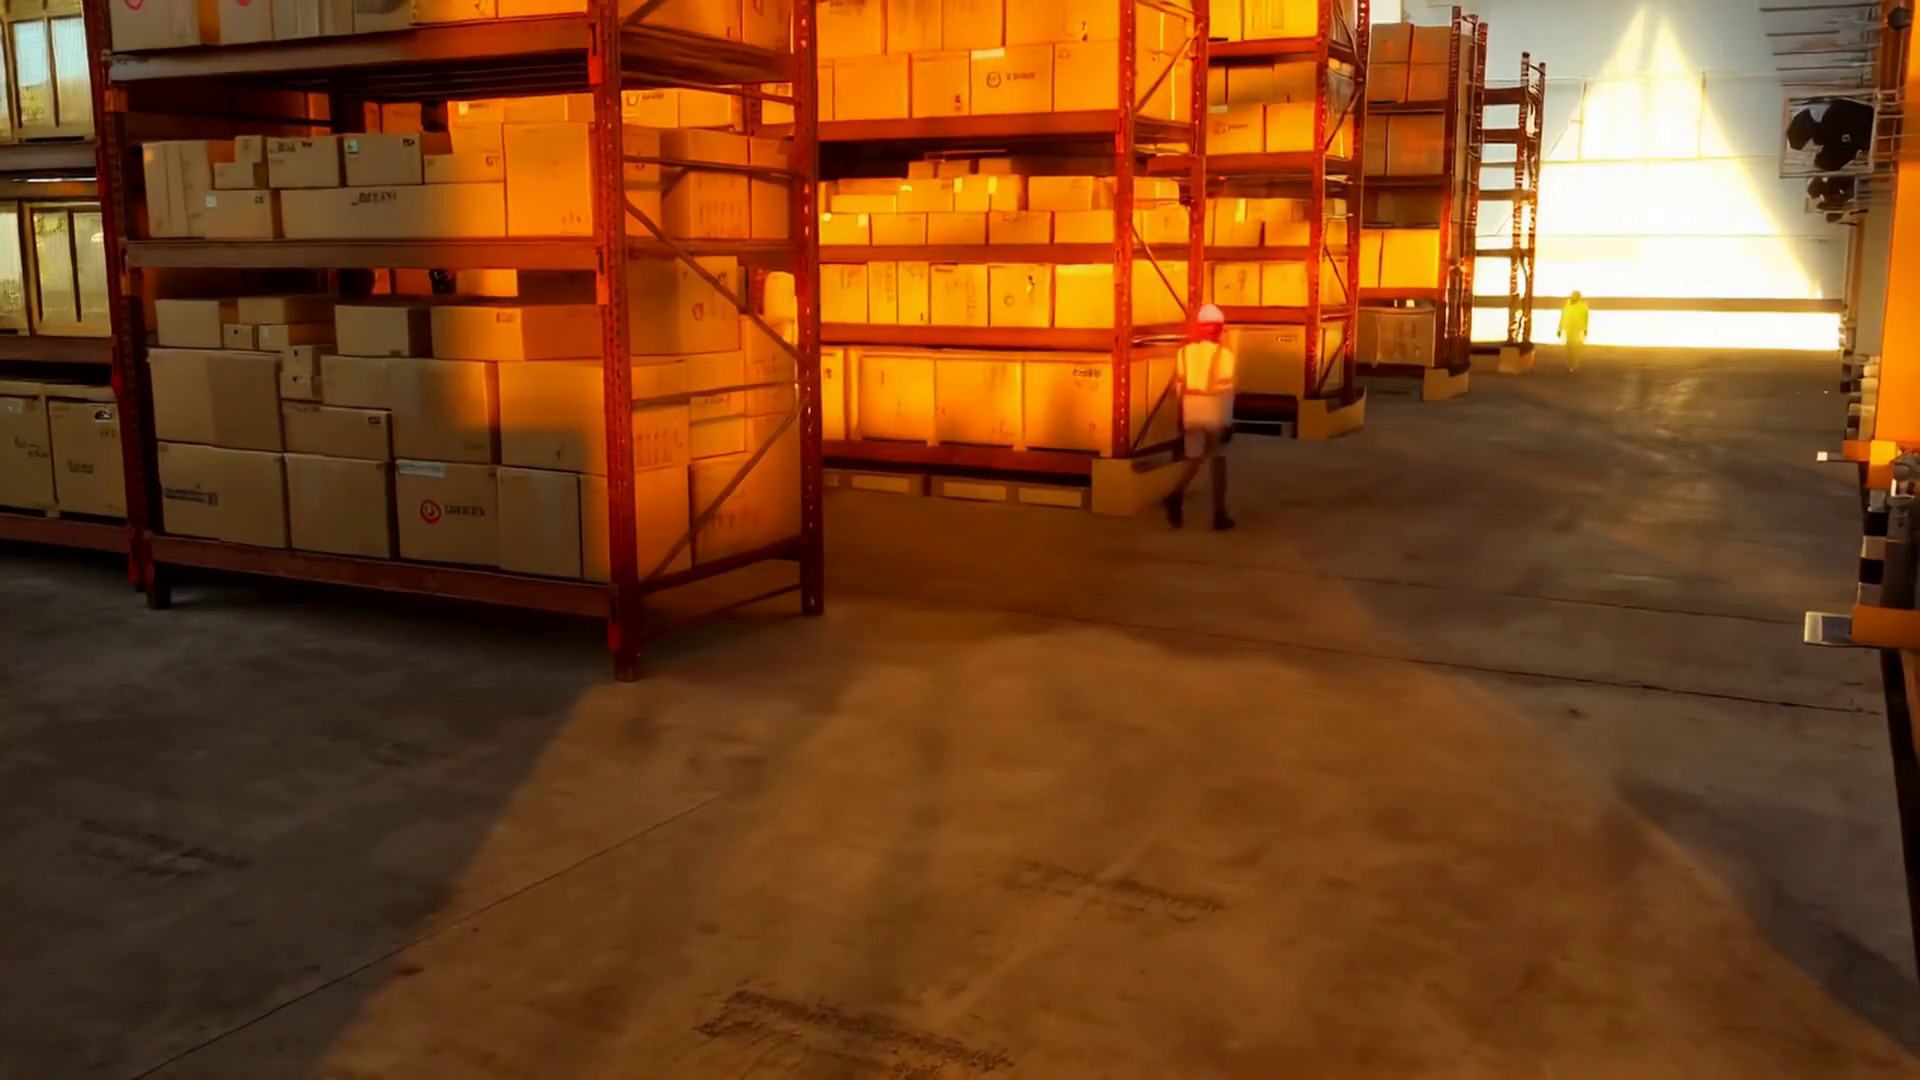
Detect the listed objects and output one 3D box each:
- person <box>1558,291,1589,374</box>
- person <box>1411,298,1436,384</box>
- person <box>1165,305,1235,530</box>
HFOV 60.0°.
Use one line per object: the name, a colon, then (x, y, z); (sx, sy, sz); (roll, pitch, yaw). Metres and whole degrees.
person: (11.998, -4.065, 32.477); (0.522, 1.602, 0.840); (8, 12, 38)
person: (8.311, -3.634, 29.607); (0.492, 1.729, 0.476); (-7, 12, -33)
person: (2.022, -1.012, 13.961); (0.590, 1.901, 0.656); (8, 13, 40)
